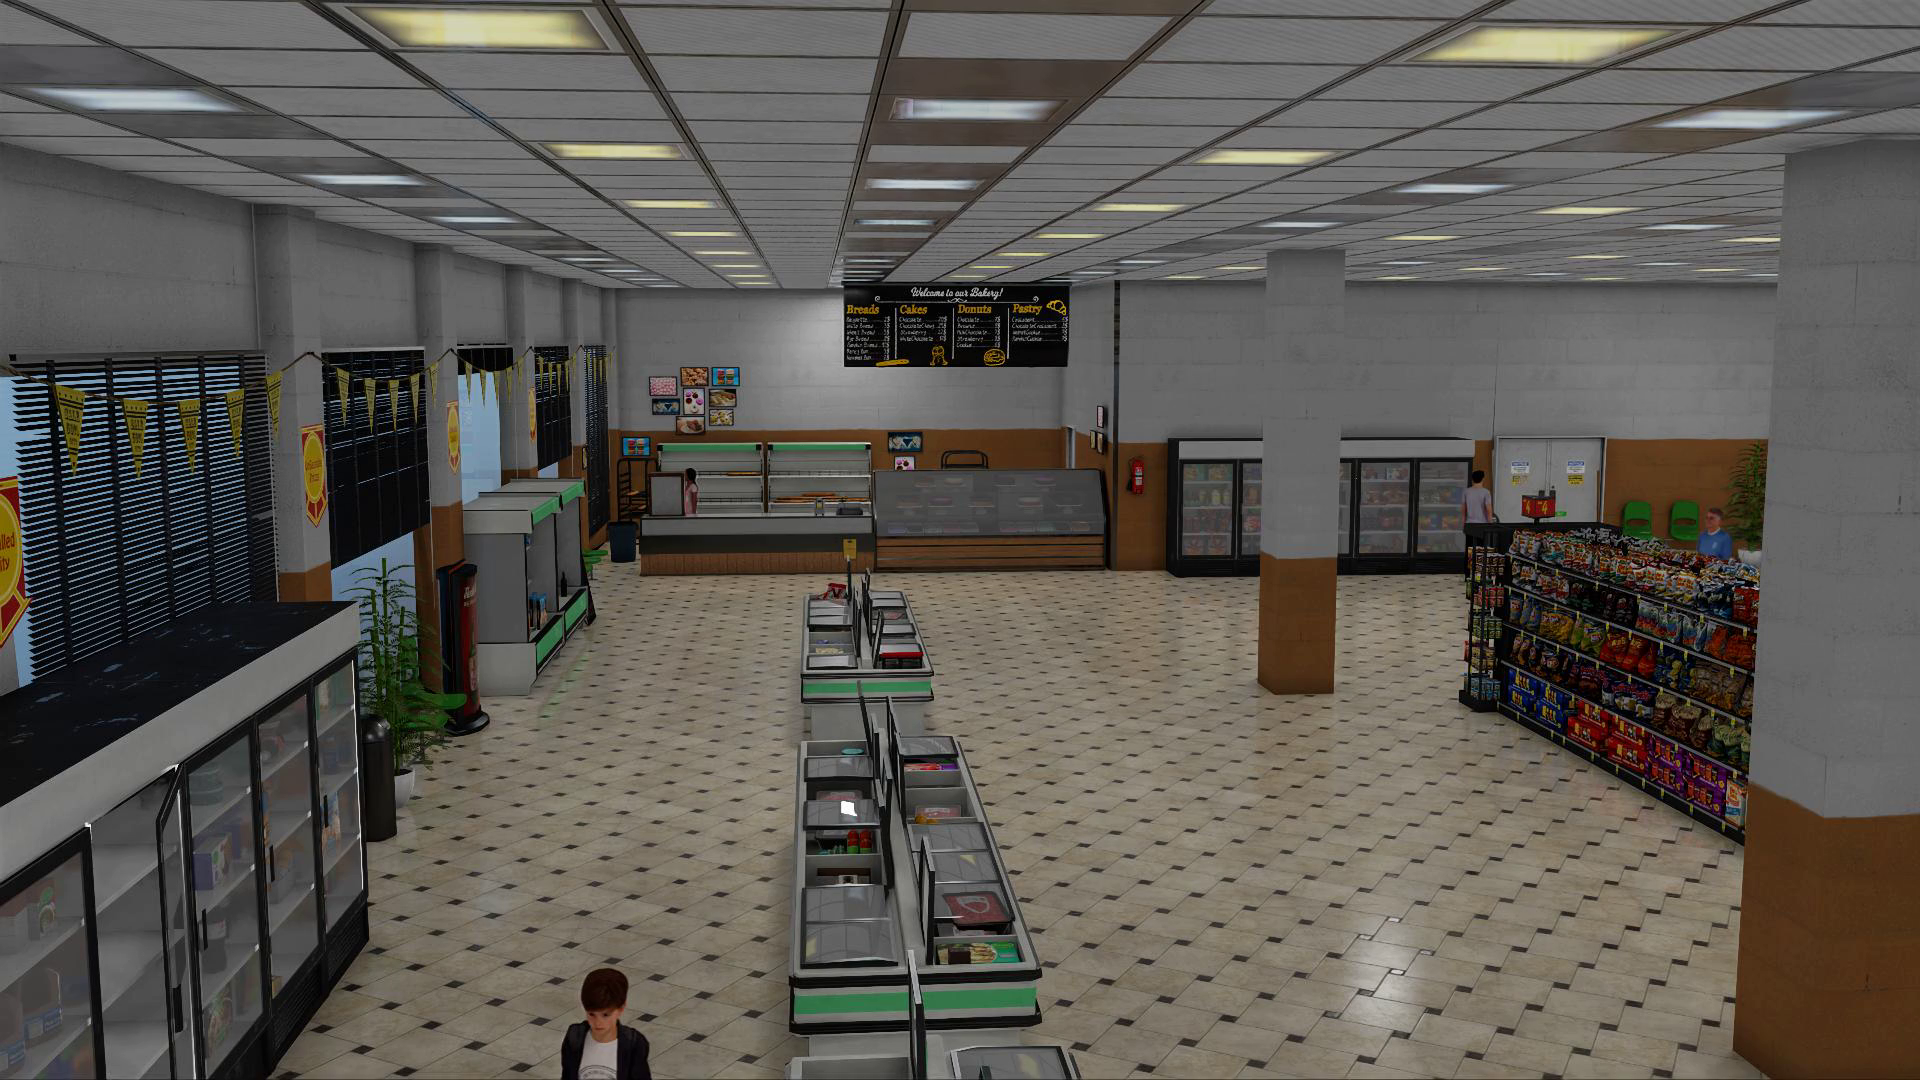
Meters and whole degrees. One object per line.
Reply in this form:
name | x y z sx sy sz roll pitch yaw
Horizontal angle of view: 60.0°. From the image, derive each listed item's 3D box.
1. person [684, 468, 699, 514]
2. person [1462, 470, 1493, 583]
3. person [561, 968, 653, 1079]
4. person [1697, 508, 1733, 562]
person | -4.783 -0.413 29.504 0.713 1.741 0.581 -4 8 -29
person | 8.516 -0.223 27.422 0.727 1.863 0.790 6 9 40
person | -1.465 2.467 6.912 0.571 1.445 0.575 1 7 6
person | 9.958 0.488 21.878 1.096 1.782 1.196 -5 8 -34
